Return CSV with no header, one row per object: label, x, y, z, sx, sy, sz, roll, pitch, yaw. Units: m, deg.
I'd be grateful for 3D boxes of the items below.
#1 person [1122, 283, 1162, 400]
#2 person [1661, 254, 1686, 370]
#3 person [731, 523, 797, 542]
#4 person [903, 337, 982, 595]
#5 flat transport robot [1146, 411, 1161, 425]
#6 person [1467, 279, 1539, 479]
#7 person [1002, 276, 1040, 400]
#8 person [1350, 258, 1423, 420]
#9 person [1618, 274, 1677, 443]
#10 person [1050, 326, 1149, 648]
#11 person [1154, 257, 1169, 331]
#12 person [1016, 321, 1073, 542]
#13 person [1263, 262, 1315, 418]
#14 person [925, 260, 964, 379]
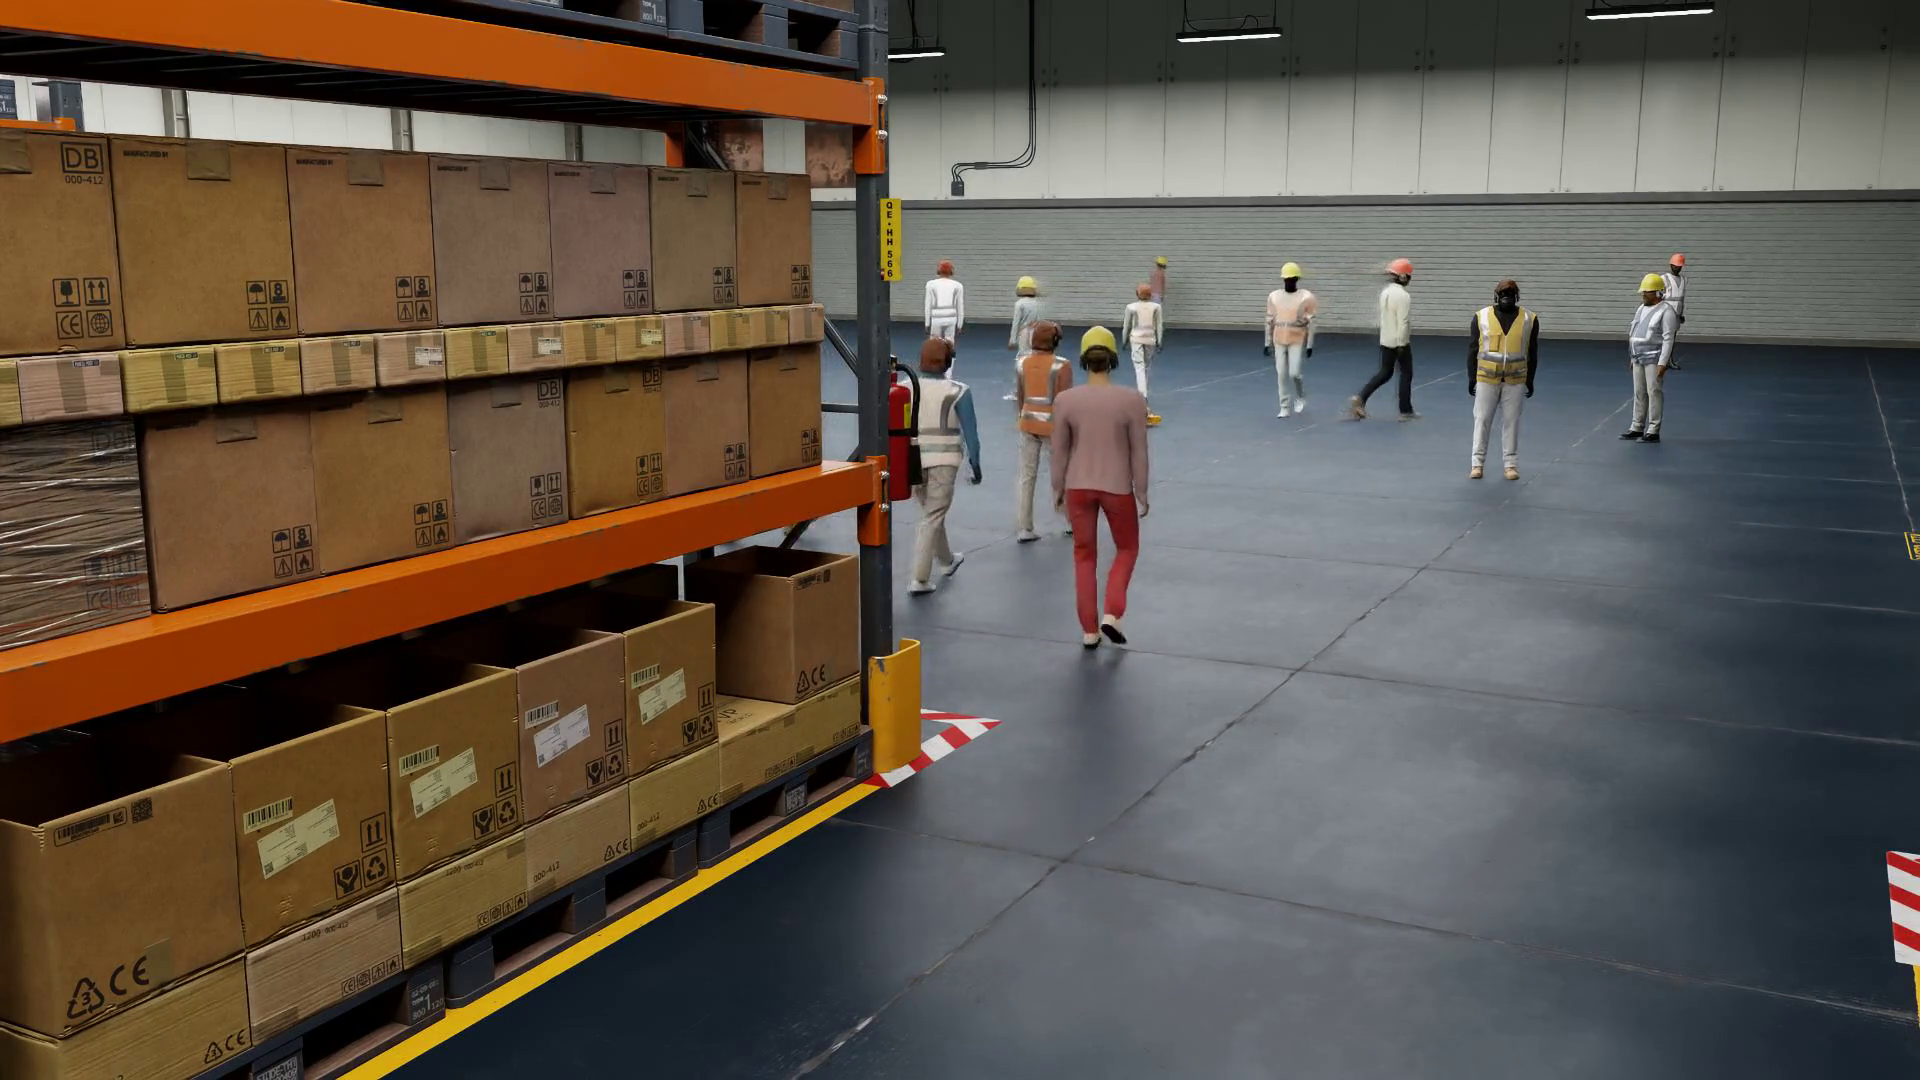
person,2.464,-2.658,22.434,0.526,1.603,0.837,-1,10,-8
person,11.882,-3.796,27.745,0.542,1.931,0.375,-4,11,-21
person,-1.480,-0.871,12.138,0.821,1.811,0.498,-4,11,-23
person,-0.107,-0.483,10.574,0.535,1.589,0.855,6,12,28
flat transport robot,1.677,-1.413,19.278,0.652,0.197,1.431,8,13,38
person,4.997,-1.477,15.343,0.625,1.844,0.429,2,11,12
person,0.954,-2.700,22.400,0.885,1.700,0.484,7,12,32
person,5.203,-2.412,20.105,0.851,1.967,0.624,-3,11,-16
person,7.470,-1.968,18.053,0.403,1.829,0.588,-2,11,-13
person,0.752,-0.275,8.993,0.553,1.753,0.350,3,11,15
person,4.672,-5.800,39.238,0.470,1.722,0.670,1,10,5
person,0.680,-0.809,12.315,0.536,1.603,0.787,8,13,36
person,4.045,-2.455,20.473,0.595,1.910,0.444,6,12,28
person,-0.239,-3.278,25.095,0.603,1.863,0.502,-2,11,-9
